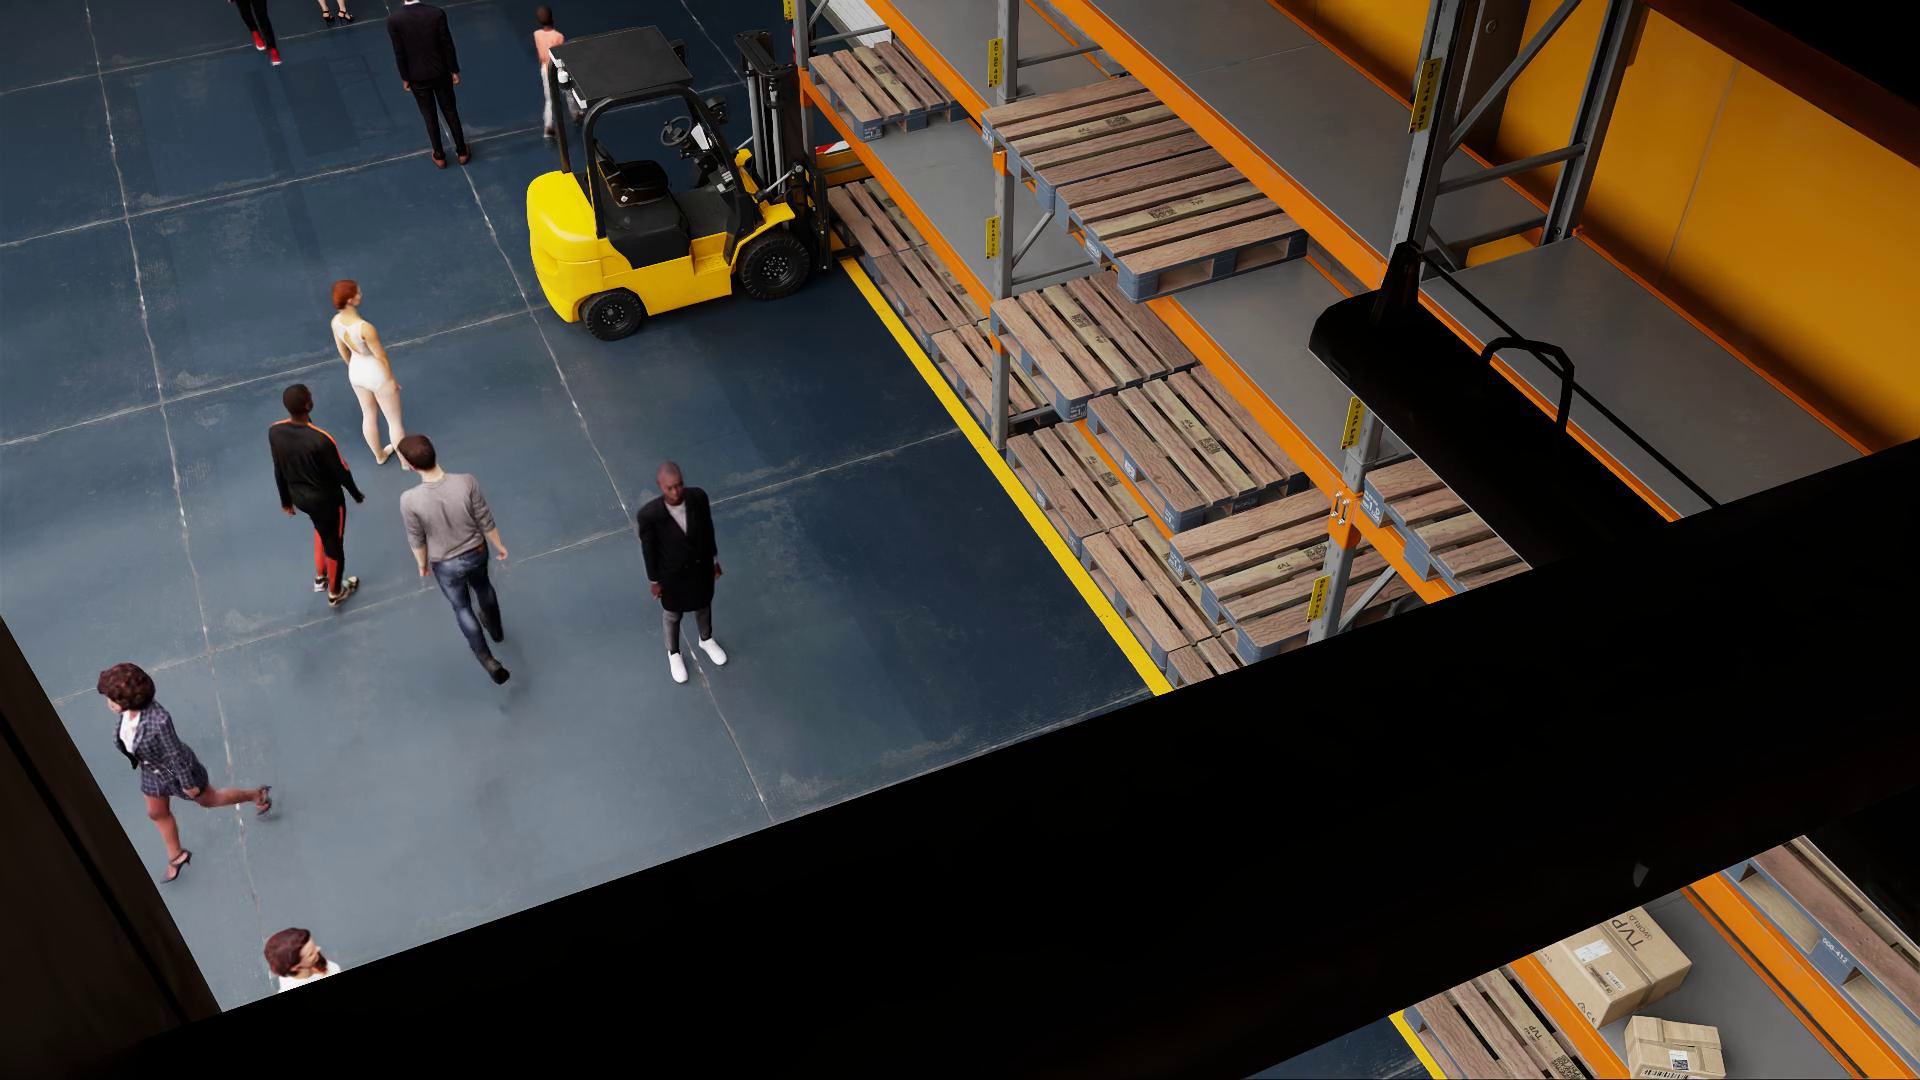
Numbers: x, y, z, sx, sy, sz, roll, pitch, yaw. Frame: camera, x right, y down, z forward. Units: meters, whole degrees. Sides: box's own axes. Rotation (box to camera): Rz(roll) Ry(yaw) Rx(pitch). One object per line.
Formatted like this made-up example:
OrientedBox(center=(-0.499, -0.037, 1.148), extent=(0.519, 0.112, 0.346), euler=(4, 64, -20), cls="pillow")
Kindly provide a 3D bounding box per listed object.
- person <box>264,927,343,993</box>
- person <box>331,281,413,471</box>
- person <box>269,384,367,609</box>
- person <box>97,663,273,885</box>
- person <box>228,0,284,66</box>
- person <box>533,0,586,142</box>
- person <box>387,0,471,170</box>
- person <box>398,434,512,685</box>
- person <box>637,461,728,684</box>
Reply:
OrientedBox(center=(-3.122, 2.490, 8.272), extent=(0.696, 1.794, 0.491), euler=(-23, 48, -23), cls="person")
OrientedBox(center=(-4.344, -1.200, 12.255), extent=(0.605, 1.643, 0.674), euler=(16, 46, 16), cls="person")
OrientedBox(center=(-4.341, -0.215, 11.118), extent=(0.796, 1.787, 0.849), euler=(9, 44, 9), cls="person")
OrientedBox(center=(-4.485, 1.278, 9.637), extent=(1.076, 1.666, 1.006), euler=(26, 49, 25), cls="person")
OrientedBox(center=(-7.353, -5.717, 17.009), extent=(0.632, 1.626, 1.086), euler=(-20, 47, -20), cls="person")
OrientedBox(center=(-3.911, -4.453, 15.921), extent=(0.854, 1.297, 0.947), euler=(12, 45, 12), cls="person")
OrientedBox(center=(-4.912, -4.325, 15.362), extent=(0.708, 1.883, 0.571), euler=(-14, 45, -14), cls="person")
OrientedBox(center=(-3.196, 0.165, 10.658), extent=(0.775, 1.870, 1.092), euler=(-20, 47, -20), cls="person")
OrientedBox(center=(-1.784, 0.170, 10.732), extent=(0.672, 1.761, 0.588), euler=(-23, 48, -23), cls="person")
